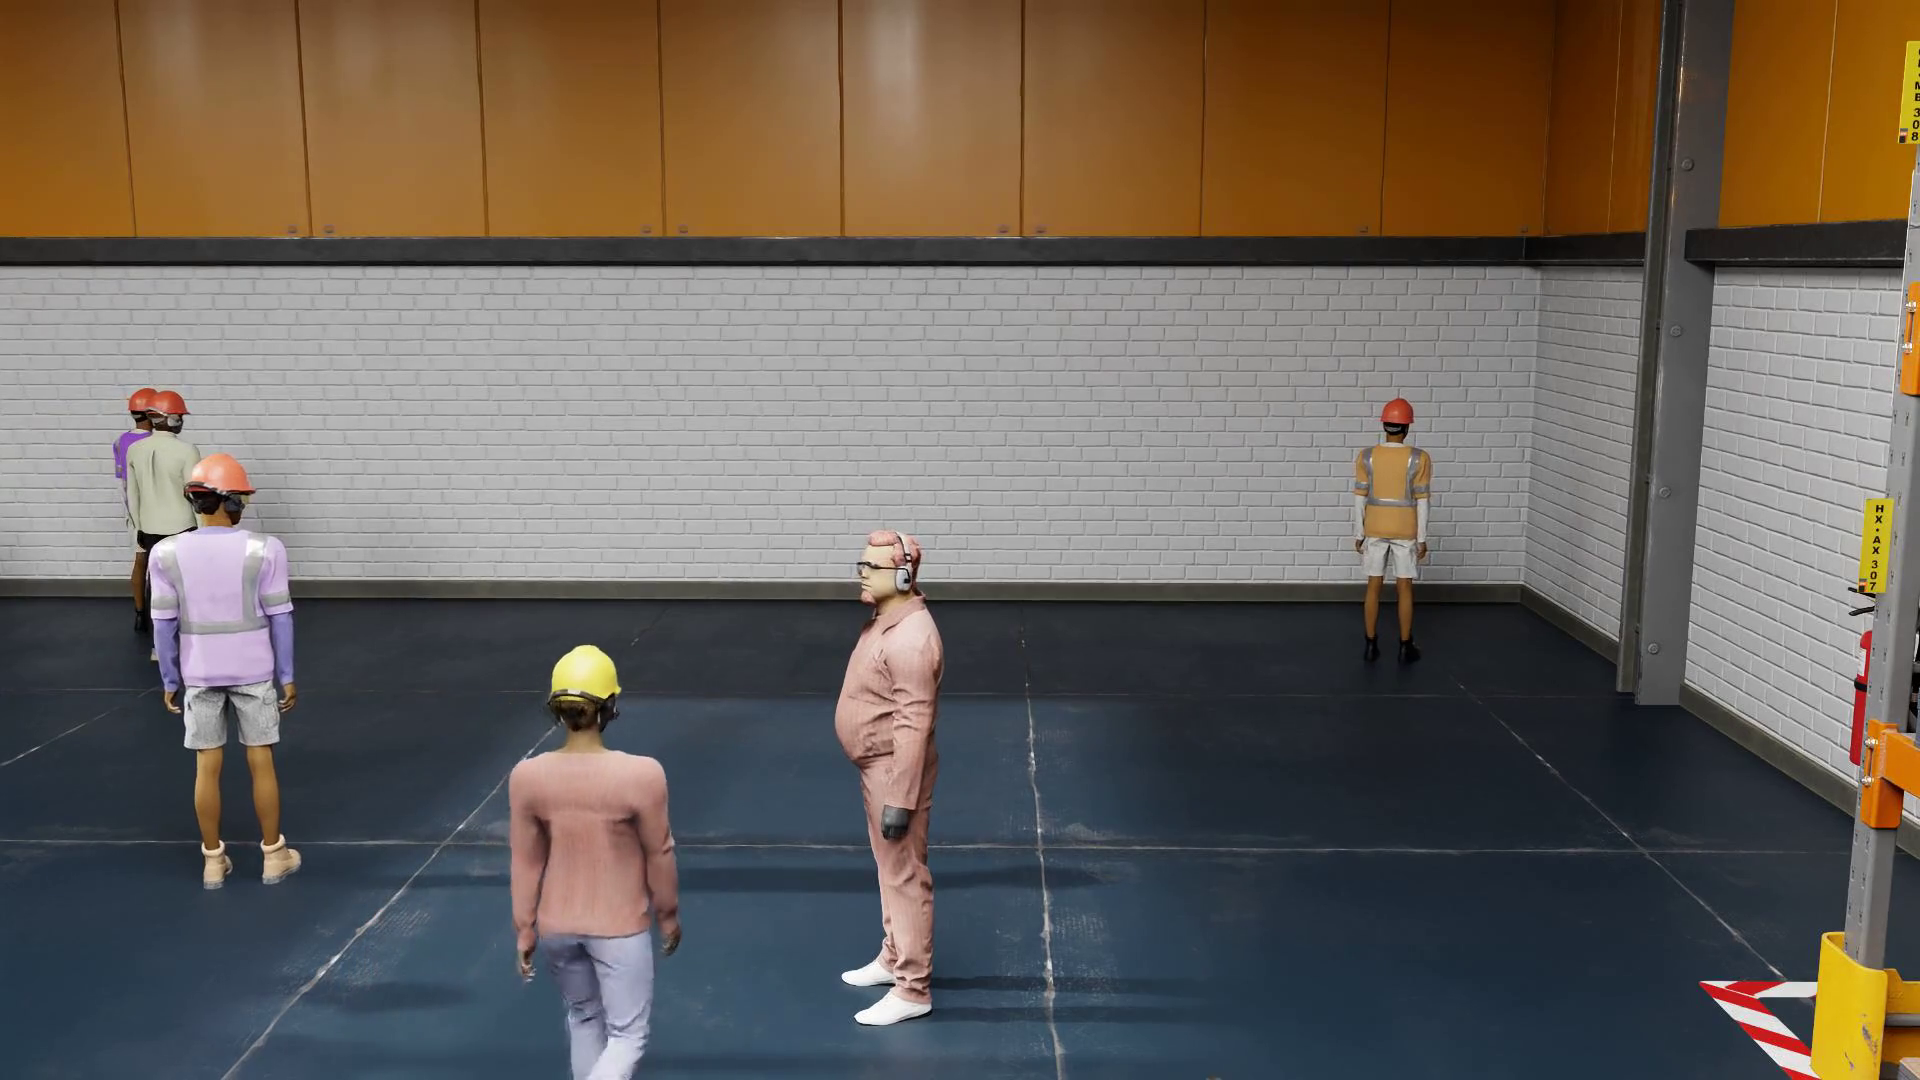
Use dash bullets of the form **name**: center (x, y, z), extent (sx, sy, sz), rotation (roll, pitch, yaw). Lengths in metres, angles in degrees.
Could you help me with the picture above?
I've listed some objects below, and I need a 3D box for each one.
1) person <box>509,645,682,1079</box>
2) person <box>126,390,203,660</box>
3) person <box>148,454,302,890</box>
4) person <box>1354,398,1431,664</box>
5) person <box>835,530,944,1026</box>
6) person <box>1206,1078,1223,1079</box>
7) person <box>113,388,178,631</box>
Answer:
- **person**: center (-1.163, 1.205, 5.139), extent (0.511, 1.745, 0.723), rotation (2, 10, 13)
- **person**: center (-5.781, -0.101, 12.224), extent (0.622, 1.989, 0.399), rotation (2, 10, 12)
- **person**: center (-3.427, 0.616, 7.797), extent (0.608, 2.037, 0.400), rotation (-2, 10, -10)
- **person**: center (3.159, -0.067, 12.178), extent (0.547, 1.938, 0.377), rotation (5, 11, 26)
- **person**: center (-0.278, 0.904, 6.447), extent (0.407, 1.913, 0.641), rotation (-2, 10, -10)
- **person**: center (0.354, 1.615, 2.470), extent (0.541, 1.820, 0.748), rotation (1, 10, 4)
- **person**: center (-6.388, -0.232, 13.172), extent (0.553, 1.935, 0.361), rotation (4, 10, 23)
